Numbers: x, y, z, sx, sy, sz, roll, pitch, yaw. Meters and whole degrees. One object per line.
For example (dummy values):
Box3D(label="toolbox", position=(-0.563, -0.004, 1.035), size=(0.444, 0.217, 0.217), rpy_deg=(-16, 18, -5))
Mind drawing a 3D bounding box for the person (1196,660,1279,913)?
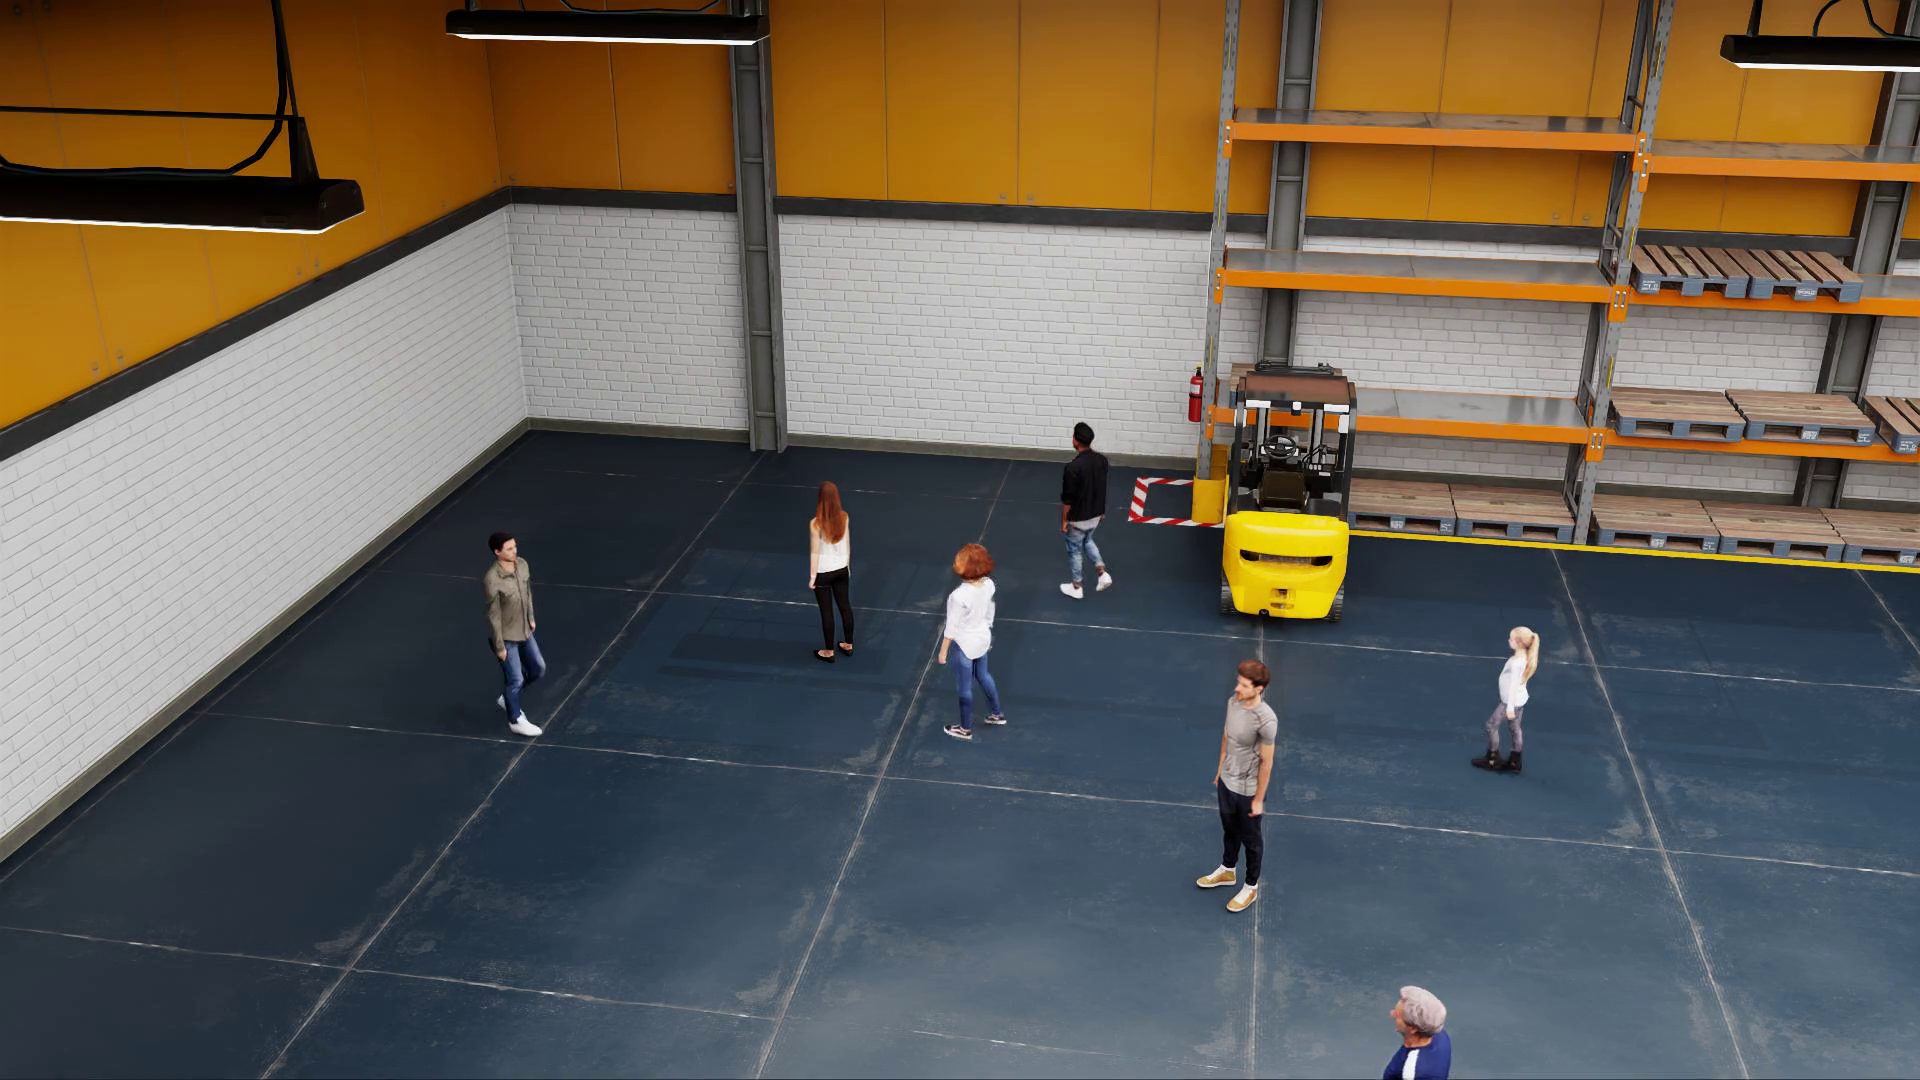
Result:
Box3D(label="person", position=(1.974, 1.678, 11.581), size=(0.770, 1.893, 0.730), rpy_deg=(-13, 27, -27))

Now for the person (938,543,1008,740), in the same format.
Box3D(label="person", position=(0.138, 0.838, 13.727), size=(0.840, 1.712, 0.814), rpy_deg=(17, 29, 34))

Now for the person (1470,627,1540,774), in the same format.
Box3D(label="person", position=(4.463, 1.294, 13.238), size=(0.701, 1.269, 0.631), rpy_deg=(16, 28, 32))

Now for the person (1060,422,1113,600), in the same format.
Box3D(label="person", position=(1.248, -0.239, 16.087), size=(0.911, 1.797, 0.974), rpy_deg=(-18, 29, -35))

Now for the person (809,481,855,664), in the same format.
Box3D(label="person", position=(-1.156, 0.281, 14.990), size=(0.642, 1.721, 0.696), rpy_deg=(-17, 29, -34))

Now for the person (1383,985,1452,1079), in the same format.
Box3D(label="person", position=(2.284, 3.047, 8.516), size=(0.681, 1.839, 0.707), rpy_deg=(14, 27, 29))

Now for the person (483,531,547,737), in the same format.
Box3D(label="person", position=(-3.780, 0.753, 13.749), size=(0.792, 1.851, 0.797), rpy_deg=(9, 25, 20))
